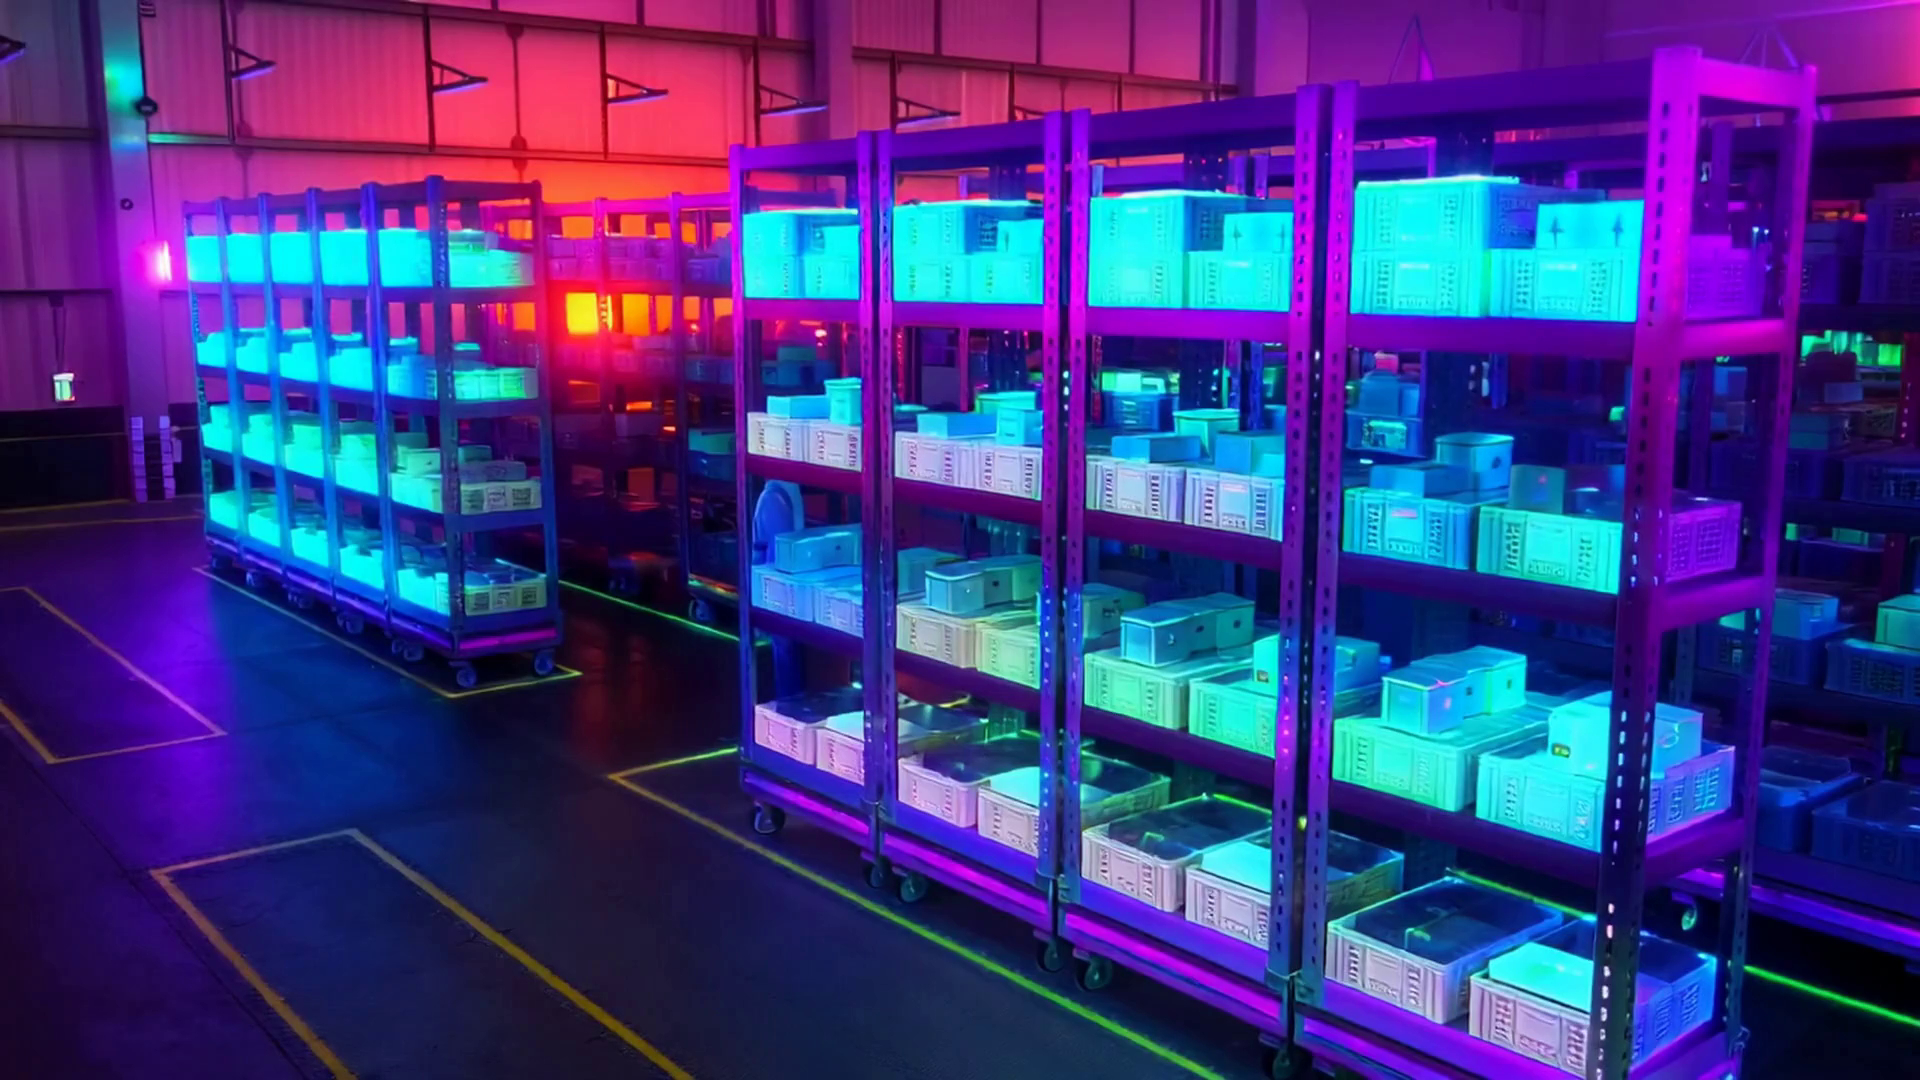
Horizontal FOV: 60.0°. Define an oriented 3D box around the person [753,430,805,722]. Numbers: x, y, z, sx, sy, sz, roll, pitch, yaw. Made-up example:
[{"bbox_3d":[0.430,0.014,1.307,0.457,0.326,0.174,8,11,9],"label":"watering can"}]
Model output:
[{"bbox_3d":[-1.211,0.230,11.007,0.403,1.943,0.616,1,9,4],"label":"person"}]
